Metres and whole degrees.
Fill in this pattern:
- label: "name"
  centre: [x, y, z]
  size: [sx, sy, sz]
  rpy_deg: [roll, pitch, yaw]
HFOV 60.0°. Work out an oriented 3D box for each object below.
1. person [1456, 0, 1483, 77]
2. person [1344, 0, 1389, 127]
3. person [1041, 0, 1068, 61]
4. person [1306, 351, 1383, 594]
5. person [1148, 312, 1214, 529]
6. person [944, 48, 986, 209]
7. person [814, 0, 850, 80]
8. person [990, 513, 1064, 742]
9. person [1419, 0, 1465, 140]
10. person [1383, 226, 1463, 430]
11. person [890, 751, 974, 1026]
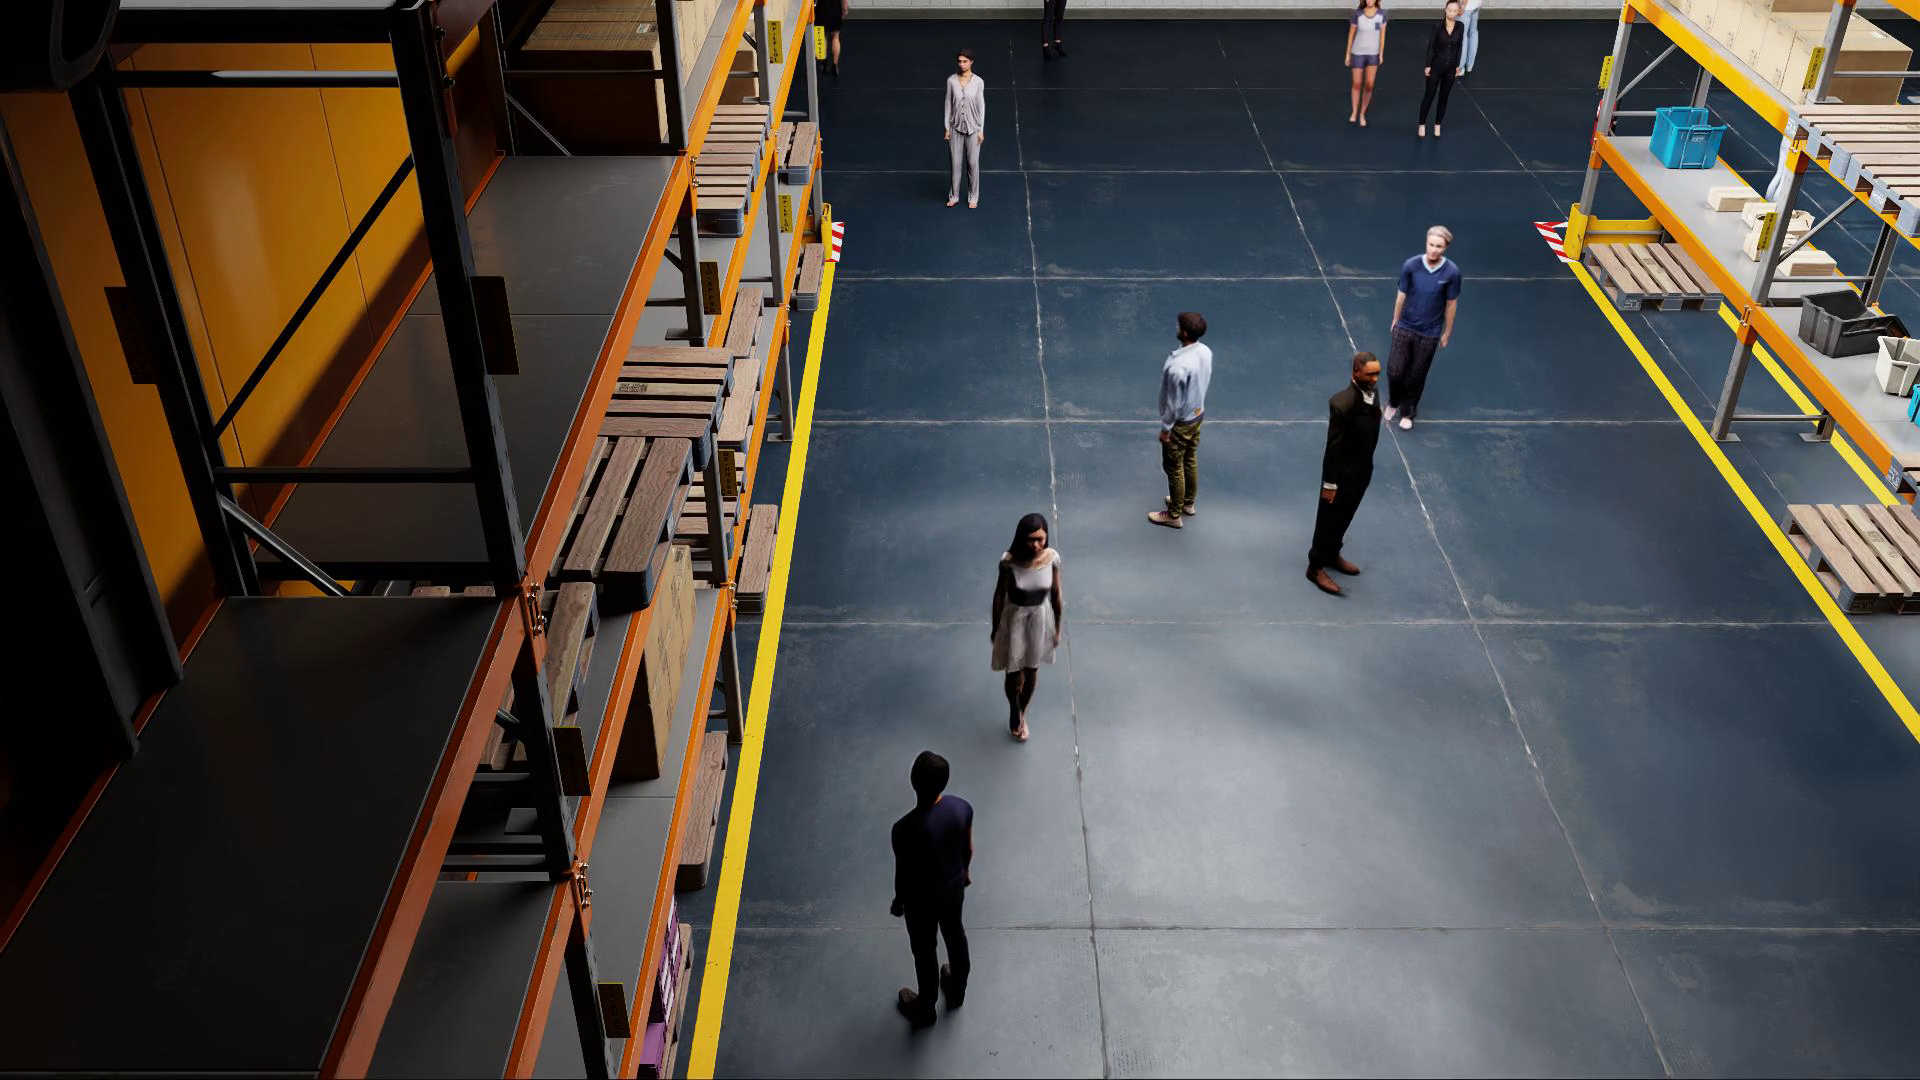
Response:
- label: "person"
  centre: [6.829, -7.184, 22.259]
  size: [0.796, 1.864, 0.738]
  rpy_deg: [29, 43, 36]
- label: "person"
  centre: [5.039, -6.048, 20.686]
  size: [0.690, 1.713, 0.726]
  rpy_deg: [8, 34, 11]
- label: "person"
  centre: [1.312, -7.552, 22.918]
  size: [0.713, 1.746, 0.759]
  rpy_deg: [-25, 41, -33]
- label: "person"
  centre: [2.841, -0.532, 12.215]
  size: [0.857, 1.904, 0.783]
  rpy_deg: [26, 42, 34]
- label: "person"
  centre: [1.735, -0.942, 12.914]
  size: [0.818, 1.812, 0.718]
  rpy_deg: [22, 40, 30]
- label: "person"
  centre: [0.057, -4.551, 18.379]
  size: [0.626, 1.773, 0.573]
  rpy_deg: [5, 34, 8]
- label: "person"
  centre: [-1.738, -6.985, 22.100]
  size: [0.653, 1.707, 0.608]
  rpy_deg: [-1, 34, -1]
- label: "person"
  centre: [0.402, 0.541, 10.730]
  size: [0.722, 1.761, 0.790]
  rpy_deg: [-7, 34, -10]
- label: "person"
  centre: [5.848, -5.704, 20.170]
  size: [0.585, 1.710, 0.480]
  rpy_deg: [-2, 34, -3]
- label: "person"
  centre: [3.930, -1.840, 14.221]
  size: [0.760, 1.861, 0.738]
  rpy_deg: [10, 35, 15]
- label: "person"
  centre: [-0.133, 1.833, 8.756]
  size: [0.722, 1.793, 0.734]
  rpy_deg: [-21, 39, -29]
